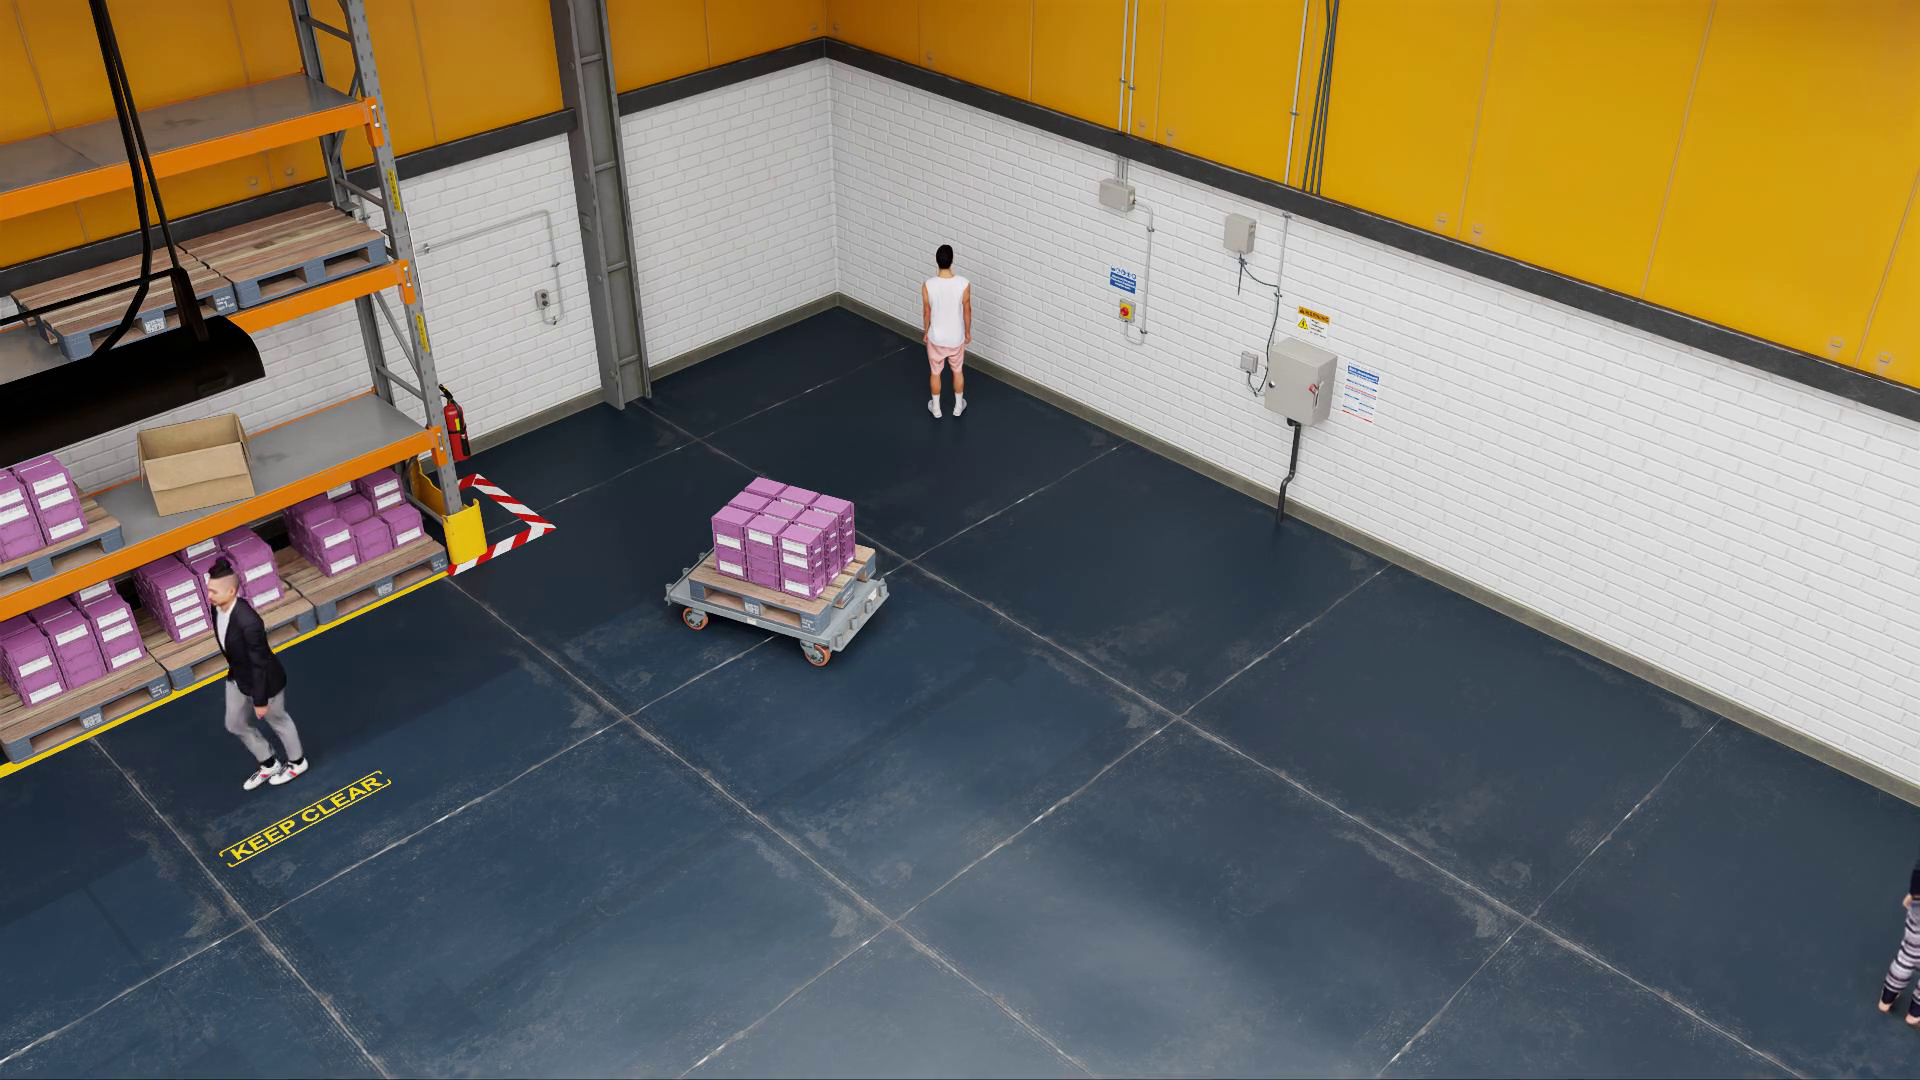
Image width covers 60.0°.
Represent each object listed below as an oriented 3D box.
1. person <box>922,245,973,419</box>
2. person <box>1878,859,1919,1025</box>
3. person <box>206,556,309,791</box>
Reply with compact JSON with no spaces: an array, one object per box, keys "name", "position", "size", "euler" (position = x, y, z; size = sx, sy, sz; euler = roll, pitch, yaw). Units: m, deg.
[{"name":"person","position":[-0.138,-2.027,16.257],"size":[0.717,1.789,0.790],"euler":[-2,34,-3]},{"name":"person","position":[5.868,2.223,9.913],"size":[0.560,1.733,0.619],"euler":[-24,41,-32]},{"name":"person","position":[-4.889,0.903,11.712],"size":[0.777,1.941,0.741],"euler":[22,40,30]}]
